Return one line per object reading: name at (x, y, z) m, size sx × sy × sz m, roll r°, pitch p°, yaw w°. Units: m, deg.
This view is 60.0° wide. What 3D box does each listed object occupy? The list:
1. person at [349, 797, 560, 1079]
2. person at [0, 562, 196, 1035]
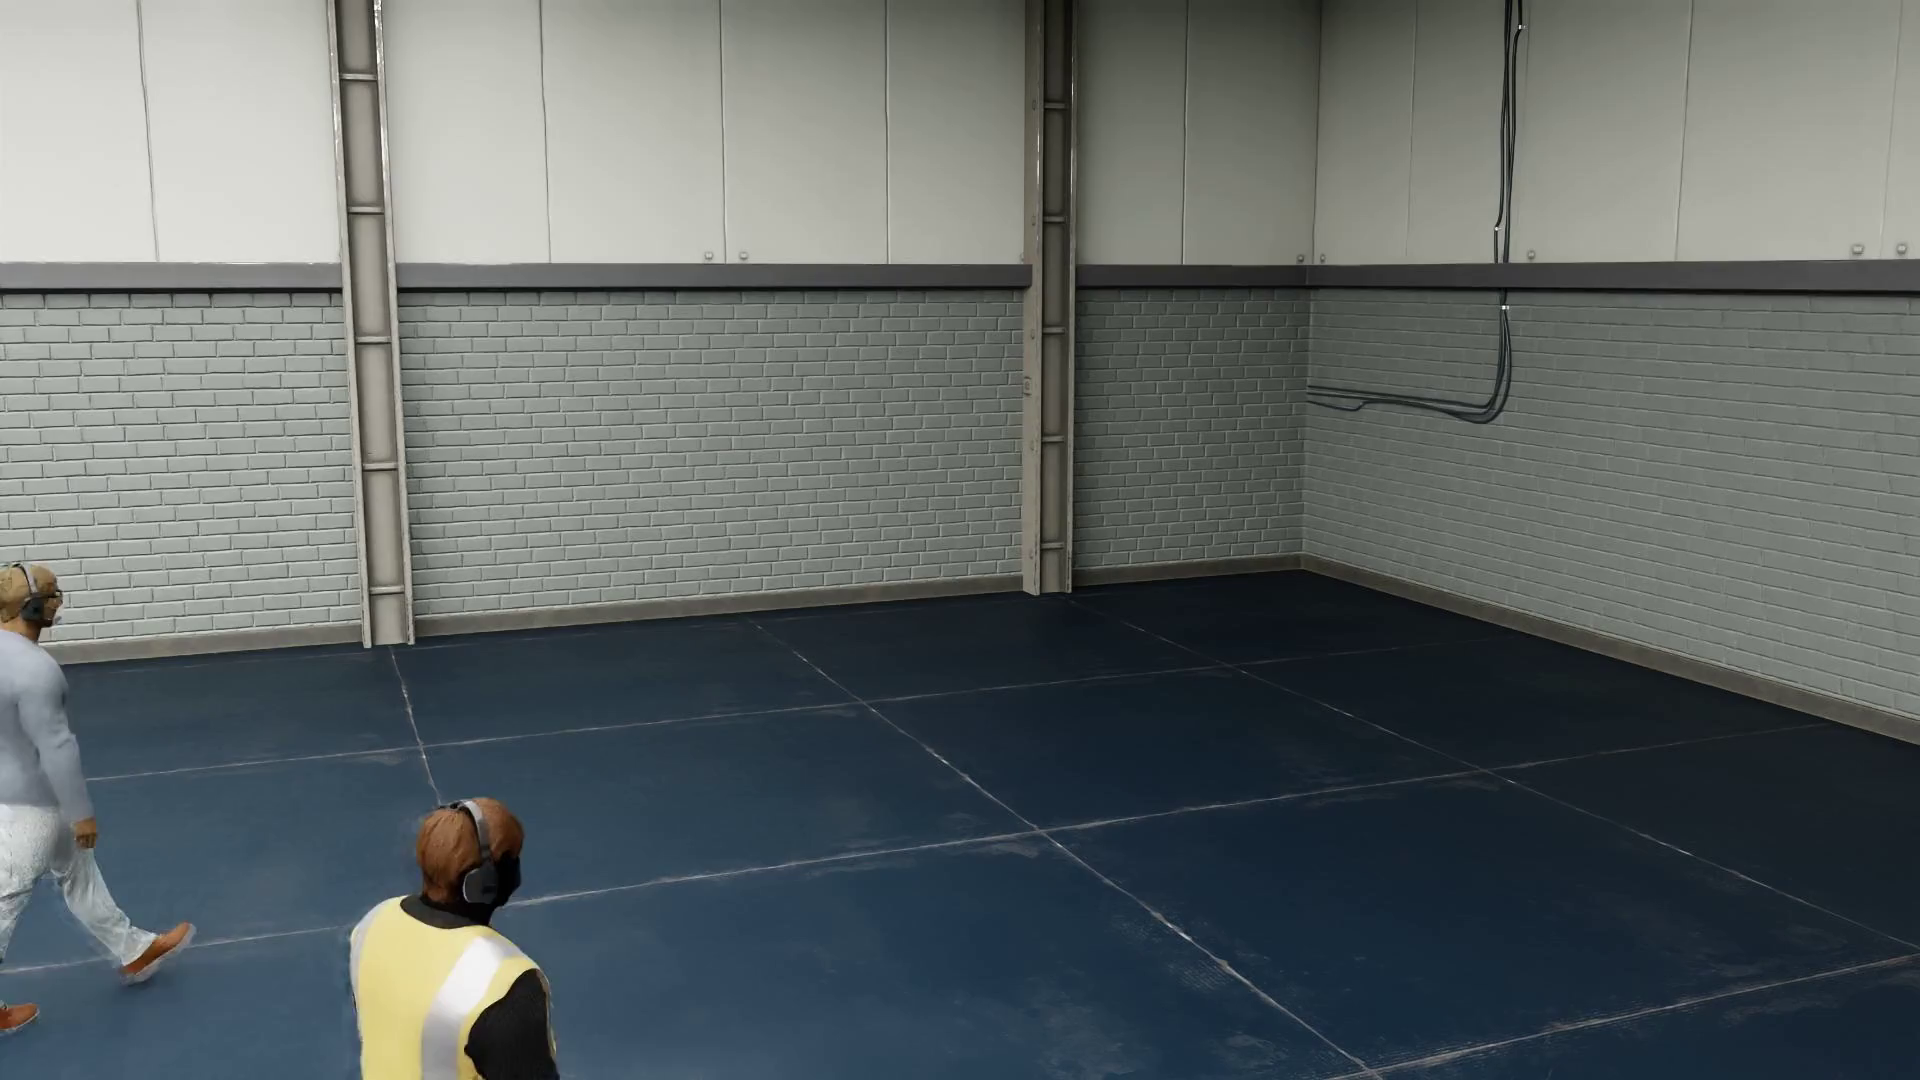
person at (-1.131, 1.498, 3.990) m, size 0.650 × 1.823 × 0.519 m, roll 8°, pitch 12°, yaw 41°
person at (-3.645, 1.021, 6.749) m, size 1.007 × 1.891 × 0.657 m, roll -8°, pitch 12°, yaw -42°
